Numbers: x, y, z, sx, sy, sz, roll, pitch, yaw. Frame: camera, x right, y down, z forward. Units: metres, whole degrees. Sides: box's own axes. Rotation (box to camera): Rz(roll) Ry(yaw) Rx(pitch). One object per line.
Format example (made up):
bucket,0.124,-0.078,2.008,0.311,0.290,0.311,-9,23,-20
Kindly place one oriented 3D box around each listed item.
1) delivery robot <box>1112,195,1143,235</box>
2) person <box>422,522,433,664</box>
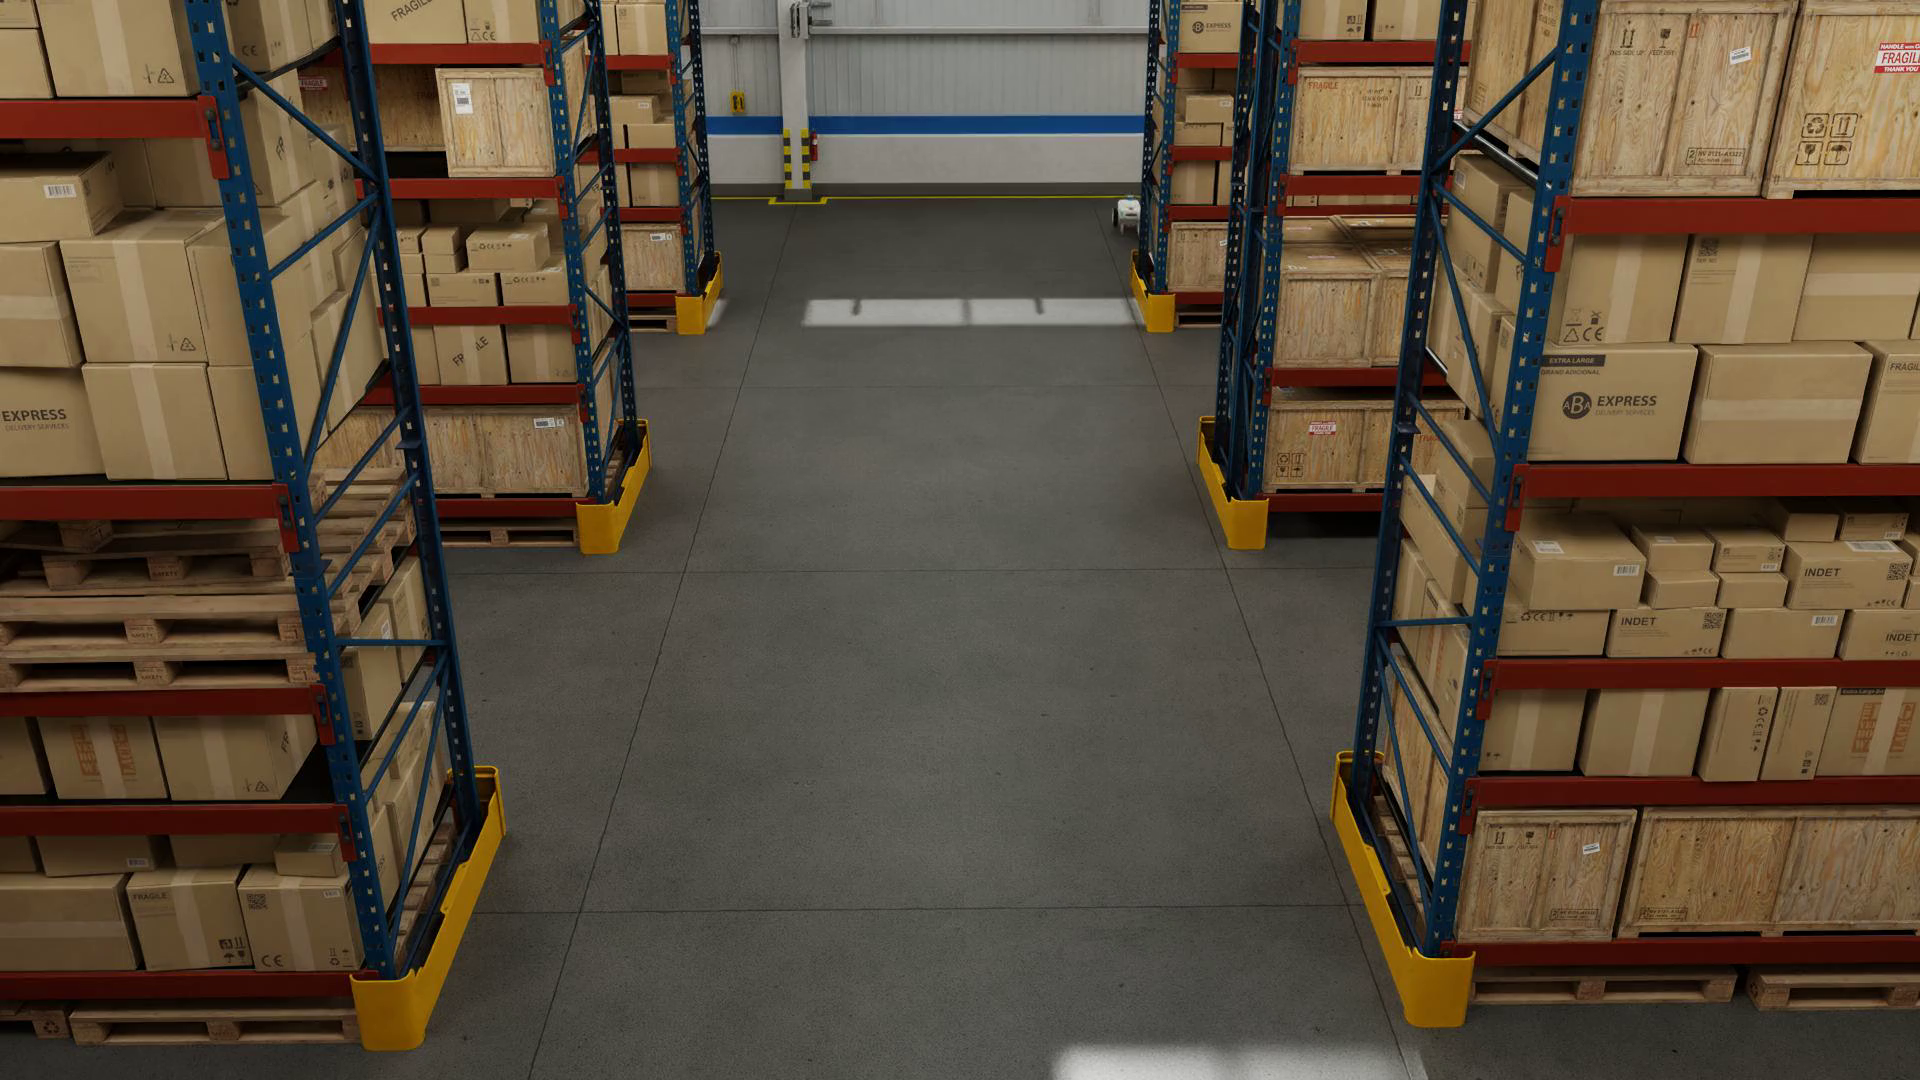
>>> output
delivery robot,2.608,-5.147,26.472,0.667,0.536,0.754,0,25,1
person,-4.525,0.229,13.518,0.753,1.669,0.499,1,25,2
